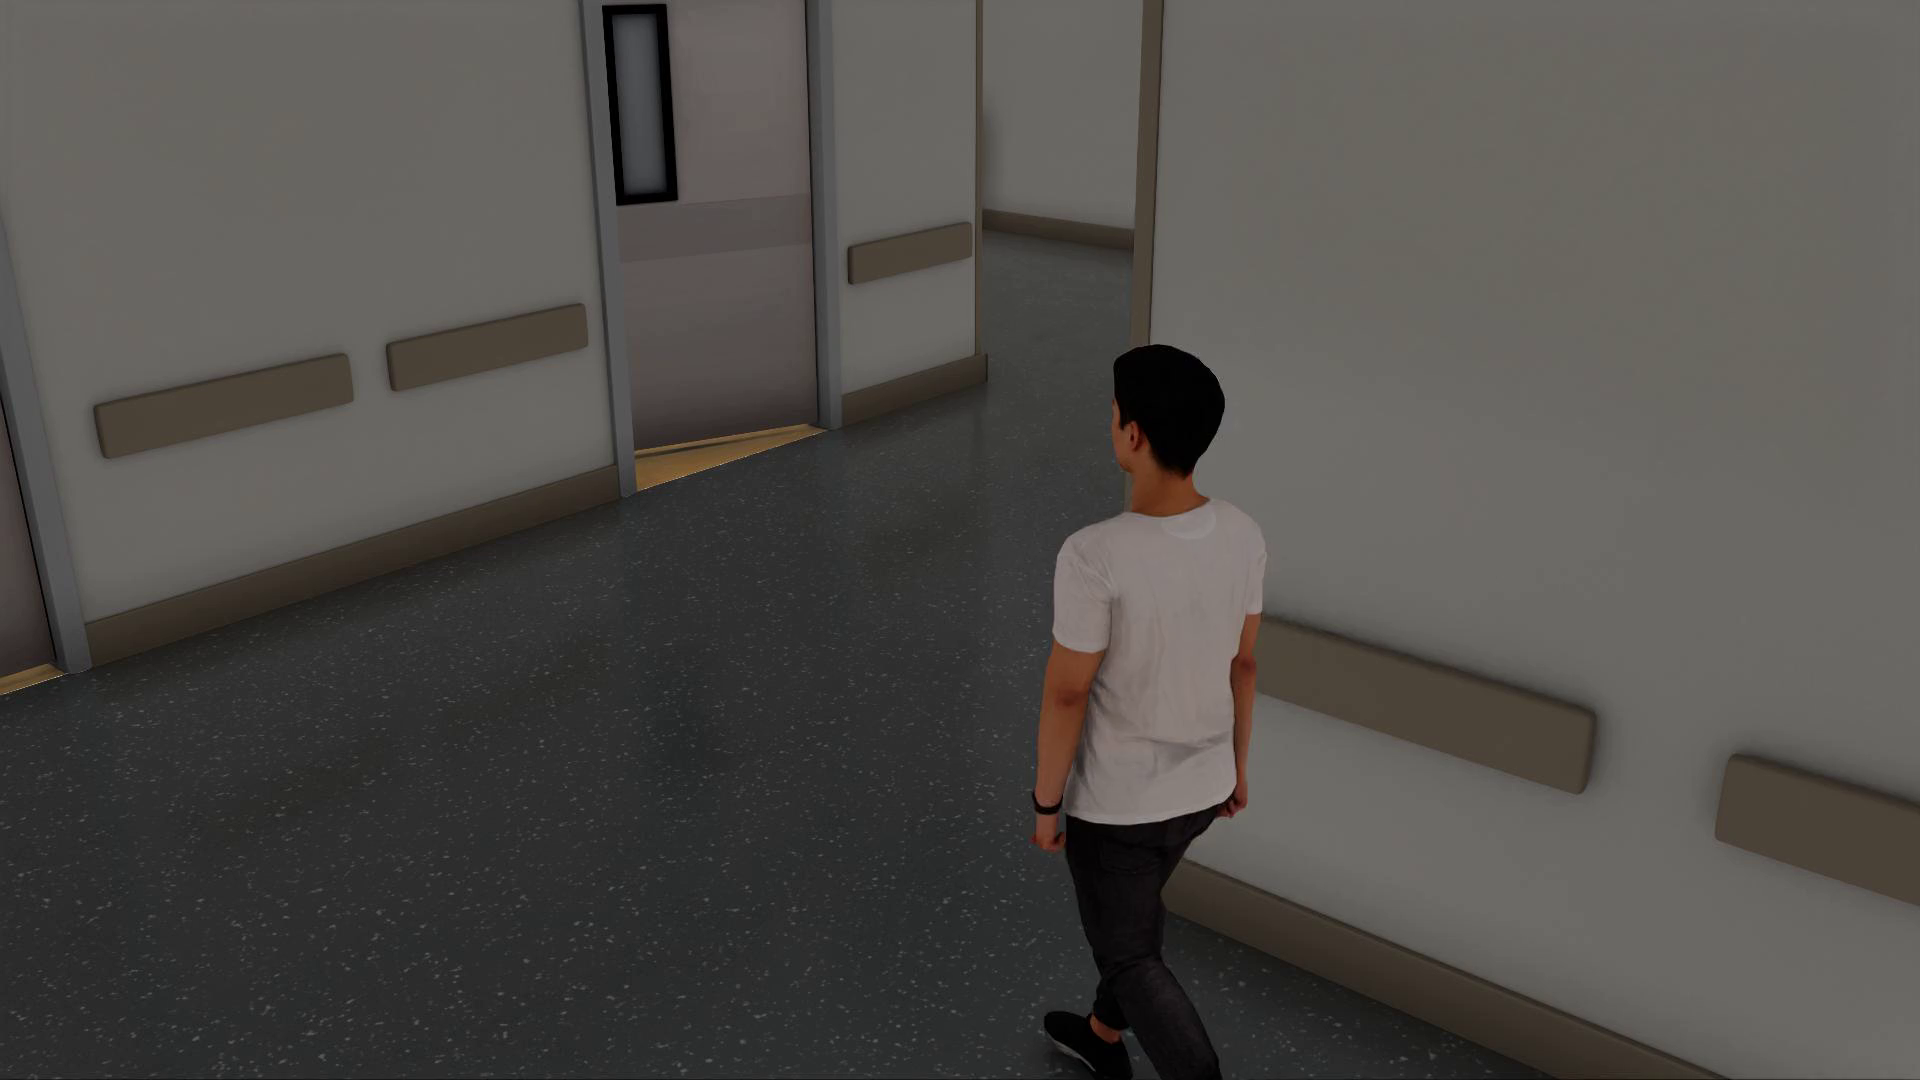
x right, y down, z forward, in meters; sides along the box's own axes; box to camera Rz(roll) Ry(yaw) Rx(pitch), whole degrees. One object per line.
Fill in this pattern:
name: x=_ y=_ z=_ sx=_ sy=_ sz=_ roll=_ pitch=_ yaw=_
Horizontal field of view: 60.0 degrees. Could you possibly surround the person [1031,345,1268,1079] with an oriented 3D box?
person: x=0.405 y=0.490 z=3.222 sx=1.057 sy=1.695 sz=0.904 roll=-13 pitch=24 yaw=-31
